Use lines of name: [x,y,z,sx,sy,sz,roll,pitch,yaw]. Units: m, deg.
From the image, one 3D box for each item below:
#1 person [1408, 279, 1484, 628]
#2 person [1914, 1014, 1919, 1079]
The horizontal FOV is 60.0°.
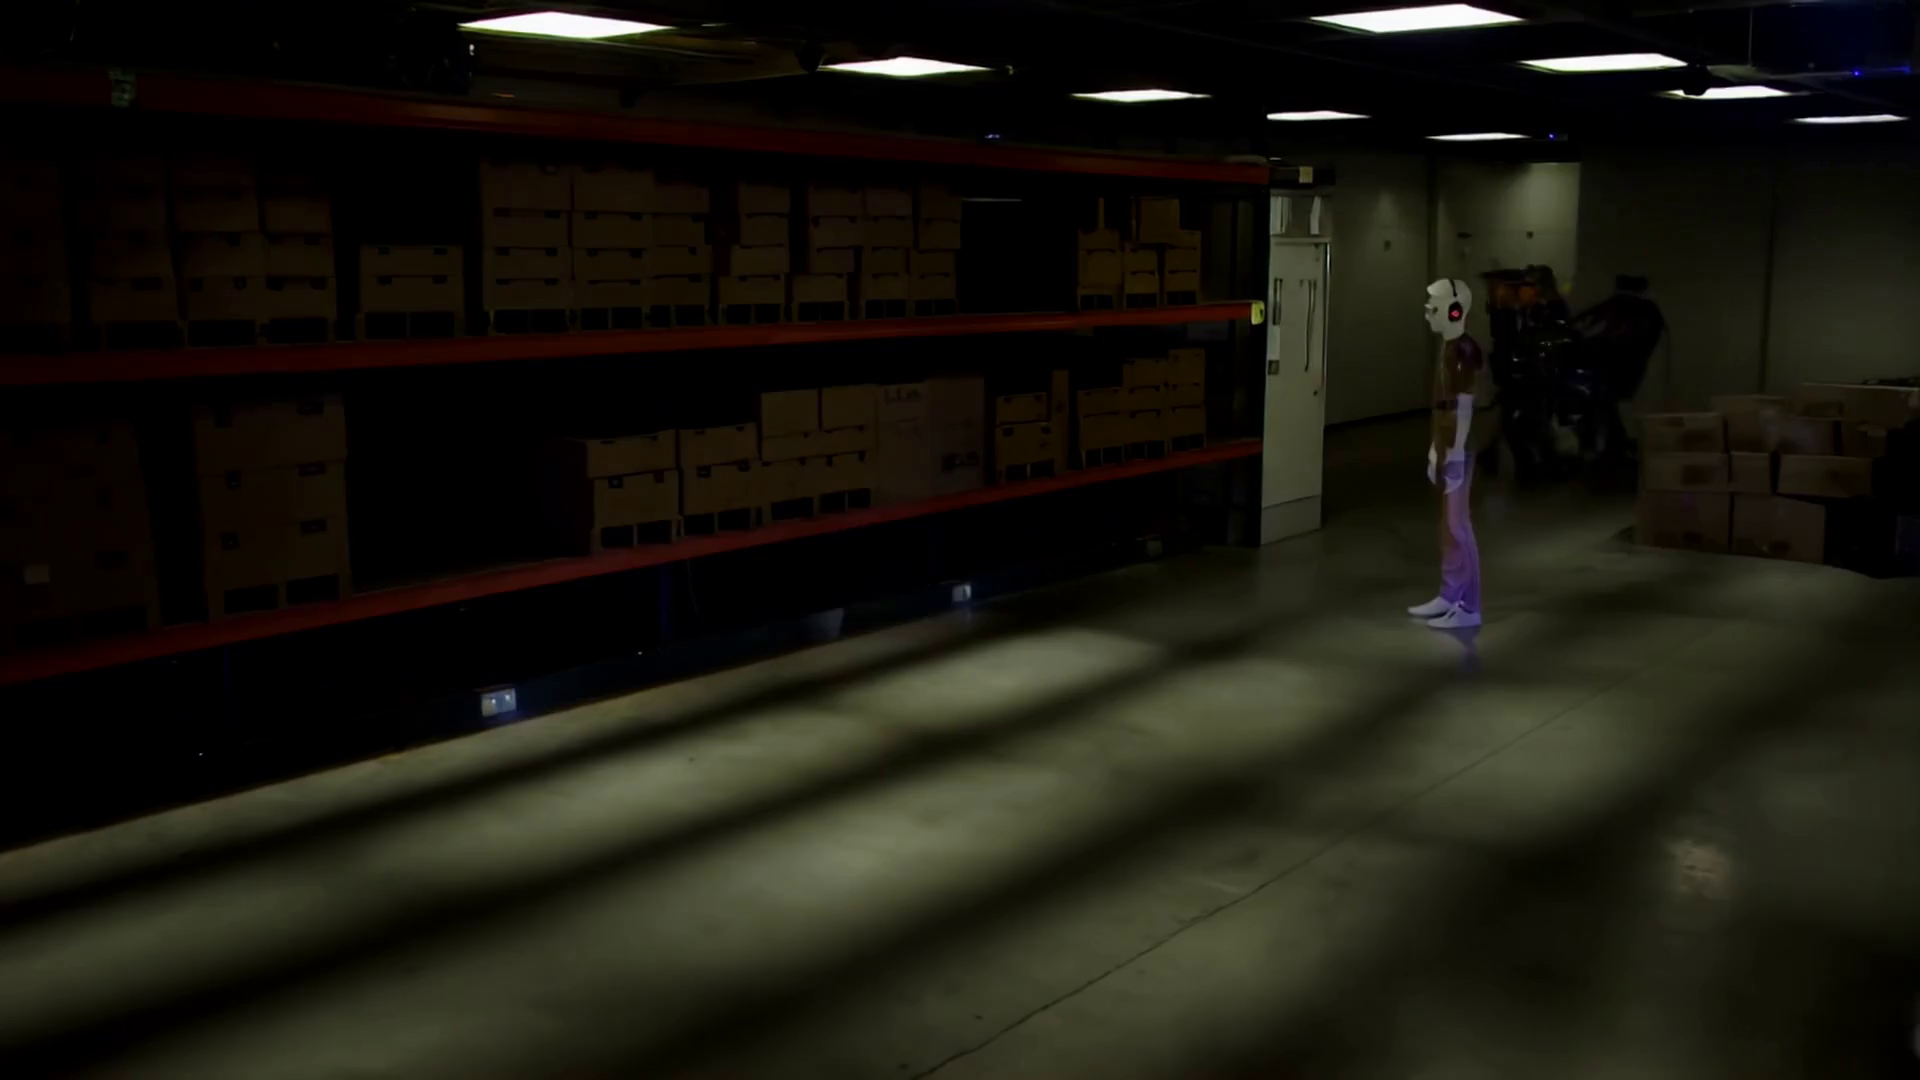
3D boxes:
person: [2.631,-0.460,8.920,0.335,1.861,0.496,0,10,-2]
person: [1.304,0.850,2.117,0.521,1.616,0.435,-5,11,-27]
